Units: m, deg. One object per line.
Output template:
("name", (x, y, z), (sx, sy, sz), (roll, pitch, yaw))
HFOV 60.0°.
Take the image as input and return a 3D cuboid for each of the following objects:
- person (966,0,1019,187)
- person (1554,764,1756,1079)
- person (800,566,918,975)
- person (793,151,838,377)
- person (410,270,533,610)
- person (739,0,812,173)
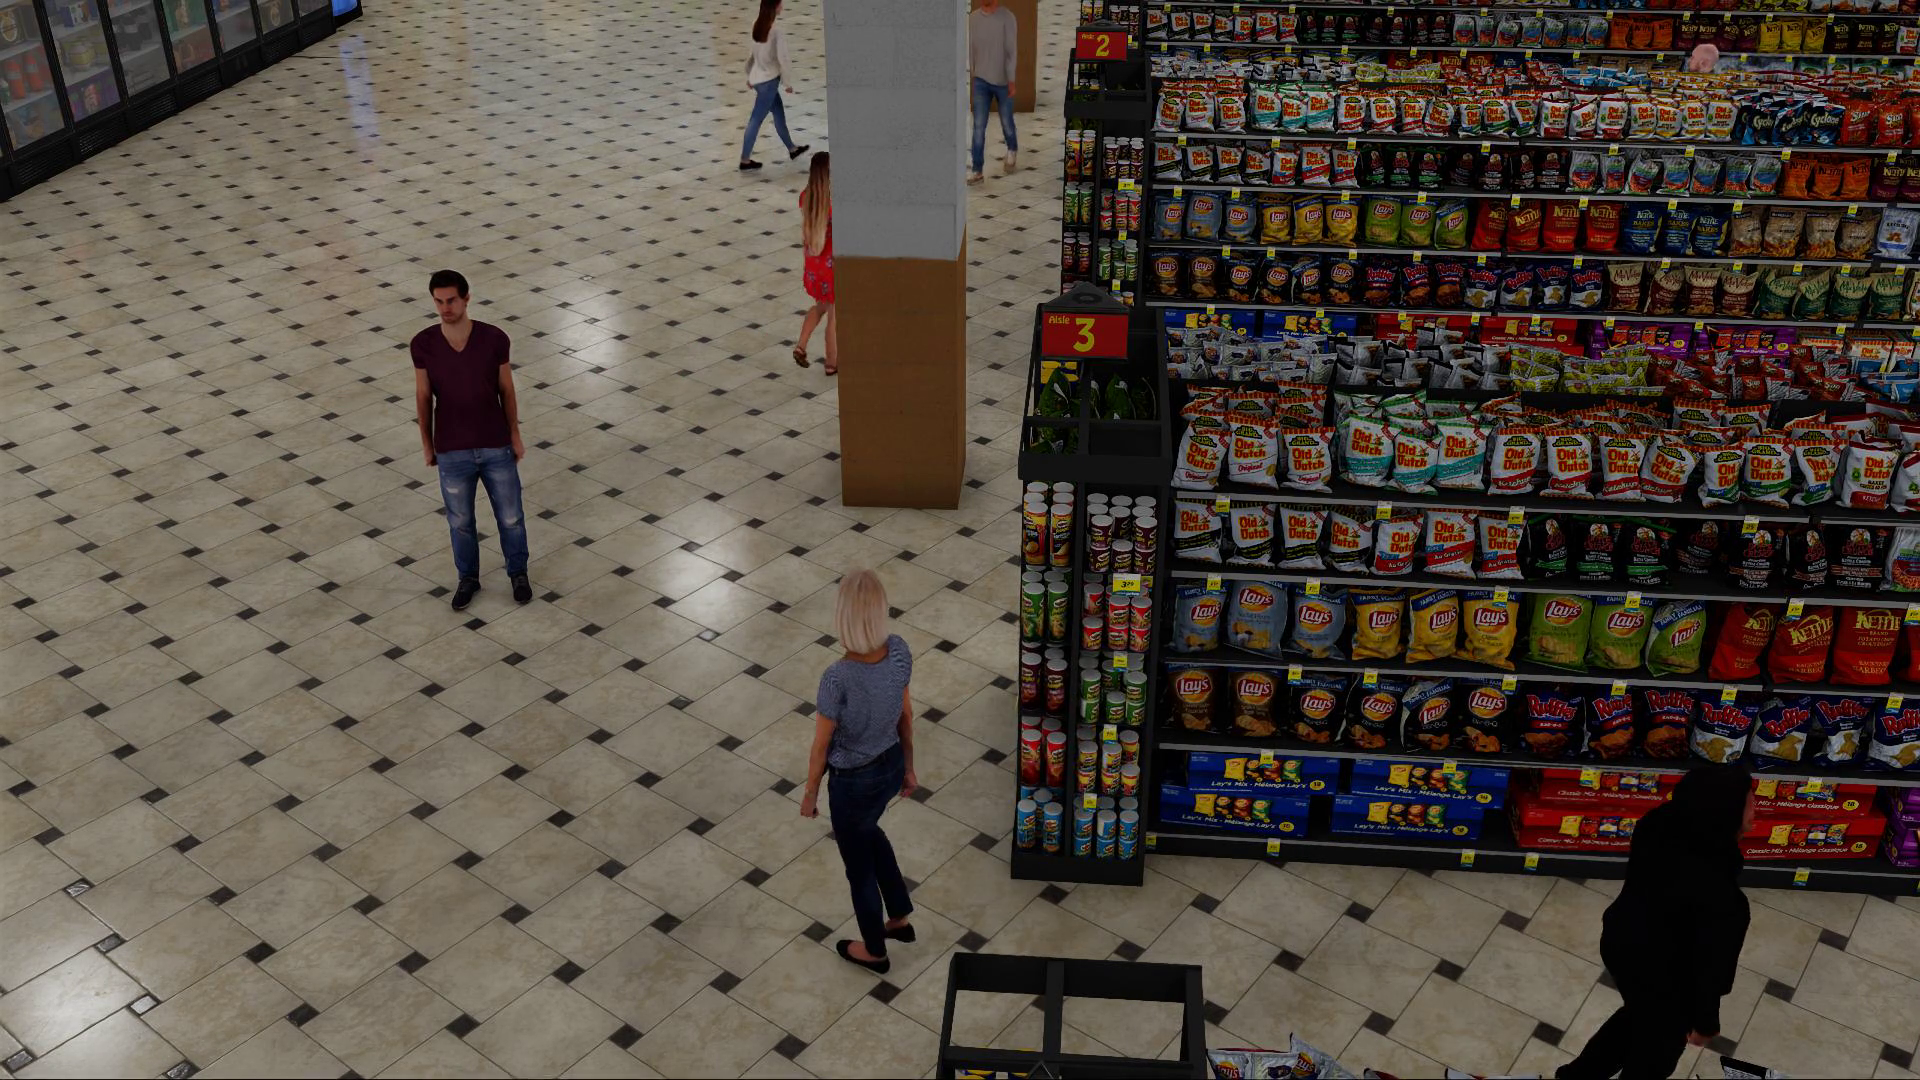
("person", (0.356, -4.293, 15.523), (1.205, 1.865, 0.950), (10, 30, 18))
("person", (2.176, 1.399, 5.370), (0.775, 1.603, 0.731), (-4, 29, -7))
("person", (-0.281, 0.919, 6.142), (0.756, 1.705, 0.716), (19, 34, 31))
("person", (-0.977, -1.840, 11.322), (0.804, 1.583, 0.842), (21, 35, 34))
("person", (-2.525, -0.523, 8.629), (0.587, 1.853, 0.778), (-5, 29, -9))
("person", (-1.893, -4.283, 15.743), (1.124, 1.635, 1.038), (-21, 35, -33))
